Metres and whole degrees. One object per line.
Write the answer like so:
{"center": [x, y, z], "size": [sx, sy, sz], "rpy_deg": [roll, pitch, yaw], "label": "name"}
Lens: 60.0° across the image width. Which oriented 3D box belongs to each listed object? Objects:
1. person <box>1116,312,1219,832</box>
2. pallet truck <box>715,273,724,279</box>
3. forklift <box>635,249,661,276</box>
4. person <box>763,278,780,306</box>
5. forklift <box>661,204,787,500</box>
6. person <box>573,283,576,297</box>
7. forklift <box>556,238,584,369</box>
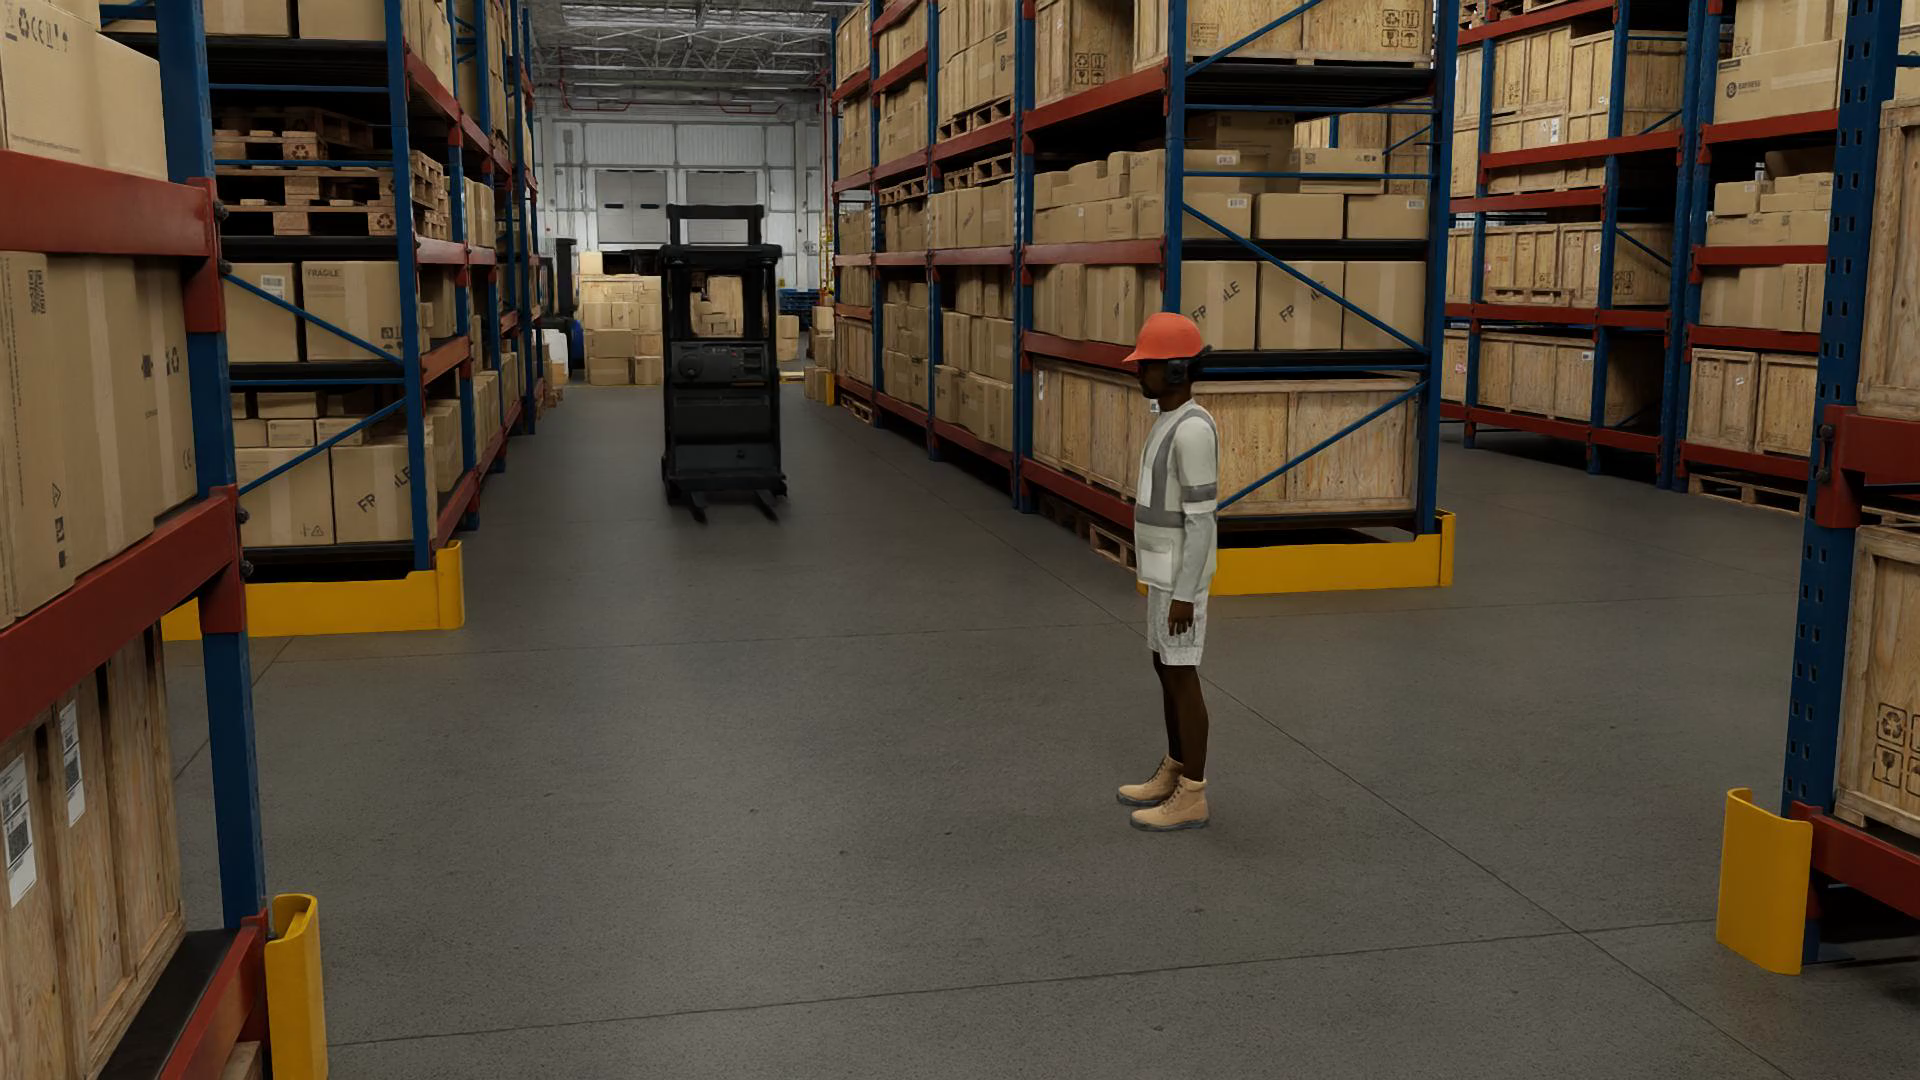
{"center": [0.817, 0.130, 6.579], "size": [0.380, 2.041, 0.616], "rpy_deg": [0, 9, -3], "label": "person"}
{"center": [-8.580, -8.986, 62.280], "size": [1.885, 1.965, 0.823], "rpy_deg": [1, 9, 5], "label": "pallet truck"}
{"center": [-10.500, -8.463, 56.408], "size": [1.129, 2.768, 1.873], "rpy_deg": [-7, 12, -38], "label": "forklift"}
{"center": [-5.494, -6.645, 48.238], "size": [0.625, 1.924, 0.456], "rpy_deg": [-9, 13, -43], "label": "person"}
{"center": [-2.389, -1.897, 16.387], "size": [1.129, 2.768, 1.873], "rpy_deg": [-2, 10, -12], "label": "forklift"}
{"center": [-11.598, -6.784, 49.109], "size": [0.717, 1.919, 0.549], "rpy_deg": [-4, 10, -23], "label": "person"}
{"center": [-8.361, -5.013, 35.378], "size": [1.873, 2.768, 1.129], "rpy_deg": [-2, 10, -13], "label": "forklift"}
